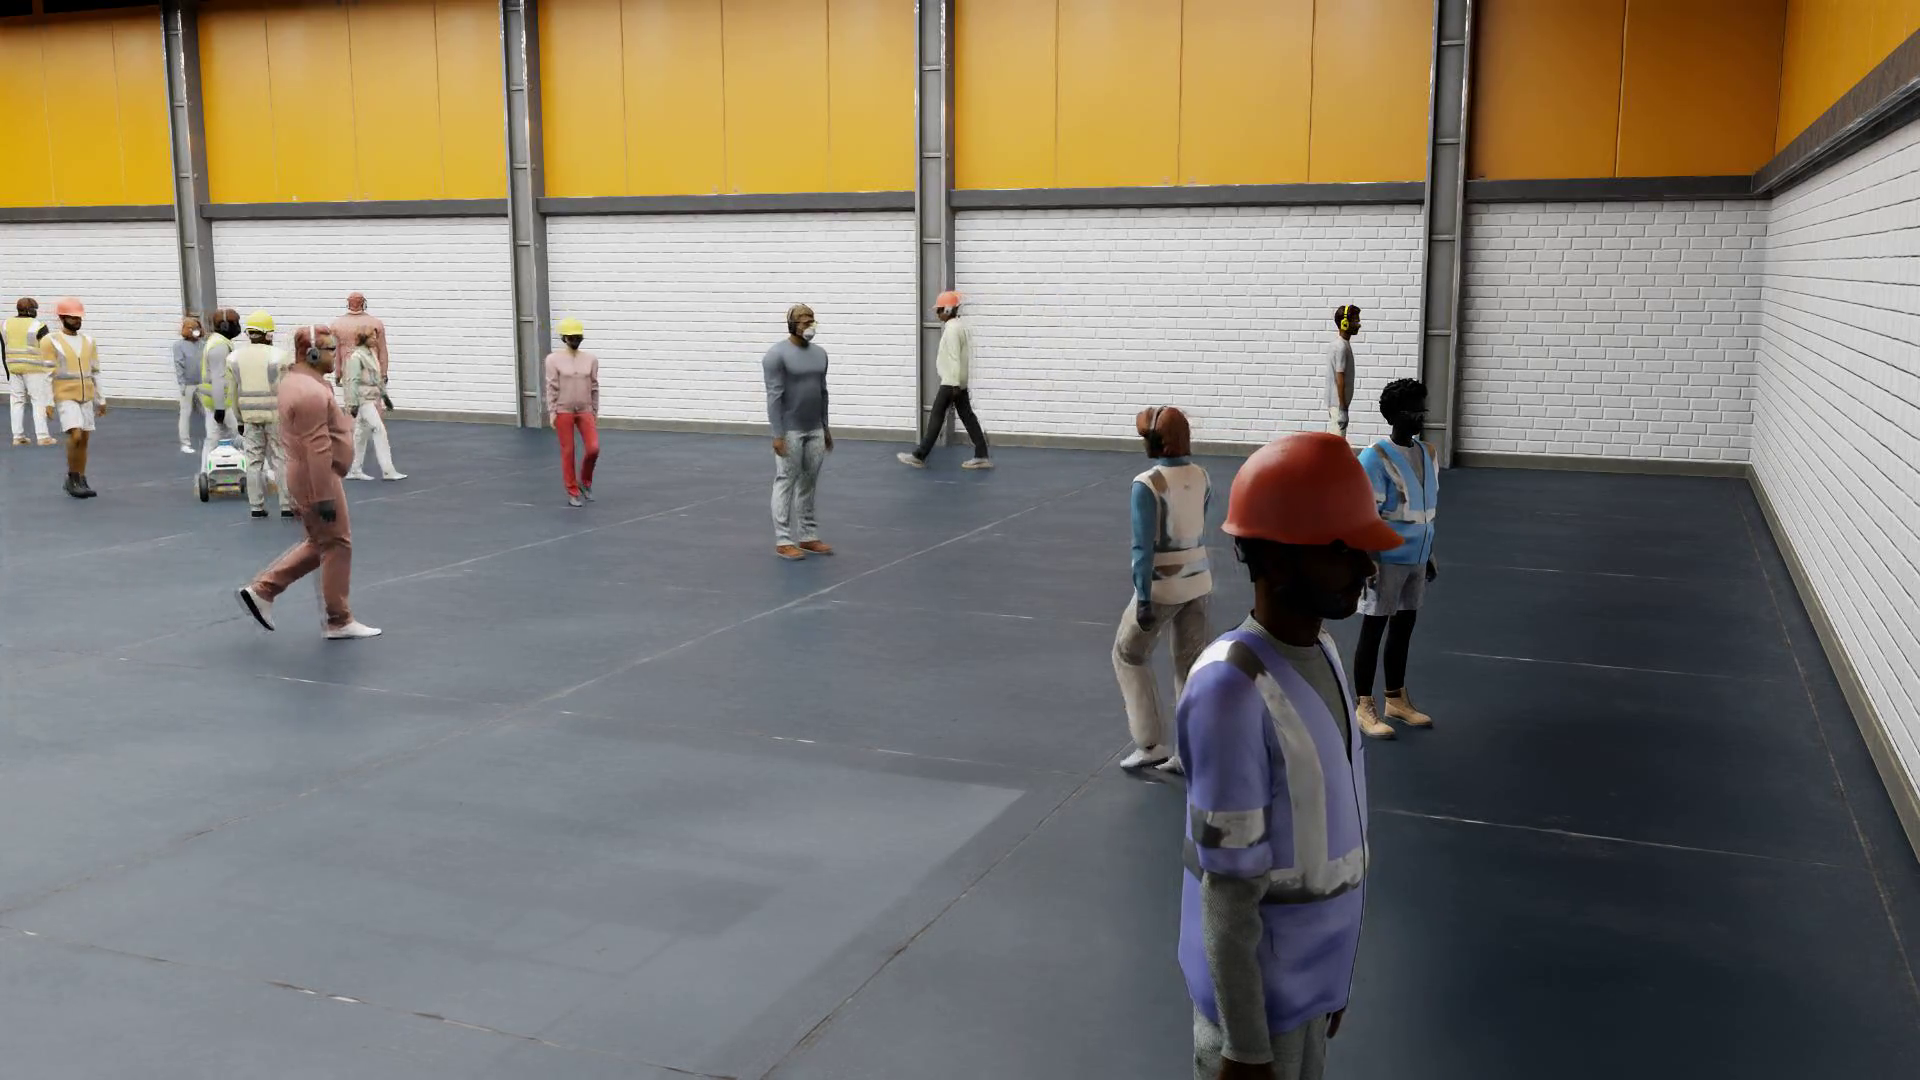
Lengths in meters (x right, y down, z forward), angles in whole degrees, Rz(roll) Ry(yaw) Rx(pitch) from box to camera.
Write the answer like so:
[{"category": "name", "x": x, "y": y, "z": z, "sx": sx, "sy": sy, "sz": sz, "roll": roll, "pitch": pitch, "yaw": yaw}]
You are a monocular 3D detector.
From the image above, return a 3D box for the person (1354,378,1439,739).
[{"category": "person", "x": 2.072, "y": 0.082, "z": 7.887, "sx": 0.535, "sy": 1.697, "sz": 0.318, "roll": -8, "pitch": 12, "yaw": -39}]

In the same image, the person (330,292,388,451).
[{"category": "person", "x": -7.181, "y": -2.012, "z": 19.941, "sx": 0.641, "sy": 1.908, "sz": 0.407, "roll": -2, "pitch": 10, "yaw": -15}]

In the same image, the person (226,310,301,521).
[{"category": "person", "x": -6.036, "y": -1.075, "z": 14.486, "sx": 0.586, "sy": 1.833, "sz": 0.403, "roll": 0, "pitch": 9, "yaw": 2}]

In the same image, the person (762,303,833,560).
[{"category": "person", "x": -1.223, "y": -0.824, "z": 12.649, "sx": 0.362, "sy": 1.938, "sz": 0.633, "roll": 8, "pitch": 12, "yaw": 40}]

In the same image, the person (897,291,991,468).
[{"category": "person", "x": -0.137, "y": -1.737, "z": 18.180, "sx": 1.041, "sy": 1.935, "sz": 0.652, "roll": 1, "pitch": 9, "yaw": 8}]

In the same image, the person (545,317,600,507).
[{"category": "person", "x": -3.548, "y": -1.171, "z": 15.316, "sx": 0.530, "sy": 1.754, "sz": 0.372, "roll": -5, "pitch": 11, "yaw": -30}]

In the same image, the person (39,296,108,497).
[{"category": "person", "x": -8.396, "y": -1.348, "z": 15.856, "sx": 0.496, "sy": 1.924, "sz": 0.569, "roll": 5, "pitch": 10, "yaw": 26}]

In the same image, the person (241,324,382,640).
[{"category": "person", "x": -3.845, "y": -0.323, "z": 9.779, "sx": 0.663, "sy": 1.885, "sz": 0.651, "roll": -5, "pitch": 11, "yaw": -27}]

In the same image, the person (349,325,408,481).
[{"category": "person", "x": -6.005, "y": -1.398, "z": 17.135, "sx": 0.748, "sy": 1.607, "sz": 0.517, "roll": -1, "pitch": 9, "yaw": -5}]

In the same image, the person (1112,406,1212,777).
[{"category": "person", "x": 0.877, "y": 0.229, "z": 7.212, "sx": 0.539, "sy": 1.617, "sz": 0.488, "roll": -8, "pitch": 13, "yaw": -42}]

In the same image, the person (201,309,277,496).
[{"category": "person", "x": -6.943, "y": -1.320, "z": 16.056, "sx": 0.919, "sy": 1.798, "sz": 0.659, "roll": -5, "pitch": 10, "yaw": -25}]

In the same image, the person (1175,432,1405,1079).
[{"category": "person", "x": 0.578, "y": 0.773, "z": 2.967, "sx": 0.355, "sy": 1.939, "sz": 0.543, "roll": 4, "pitch": 10, "yaw": 25}]

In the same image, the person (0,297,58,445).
[{"category": "person", "x": -11.552, "y": -2.084, "z": 20.635, "sx": 0.632, "sy": 1.833, "sz": 0.434, "roll": 1, "pitch": 9, "yaw": 5}]

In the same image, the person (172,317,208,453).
[{"category": "person", "x": -9.006, "y": -1.812, "z": 19.639, "sx": 0.705, "sy": 1.610, "sz": 0.515, "roll": 6, "pitch": 11, "yaw": 33}]

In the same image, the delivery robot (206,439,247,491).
[{"category": "delivery robot", "x": -7.023, "y": -0.720, "z": 15.913, "sx": 0.477, "sy": 0.478, "sz": 0.707, "roll": -4, "pitch": 10, "yaw": -24}]

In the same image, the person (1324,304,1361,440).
[{"category": "person", "x": 3.476, "y": -1.207, "z": 15.179, "sx": 0.310, "sy": 1.868, "sz": 0.533, "roll": 1, "pitch": 9, "yaw": 7}]
